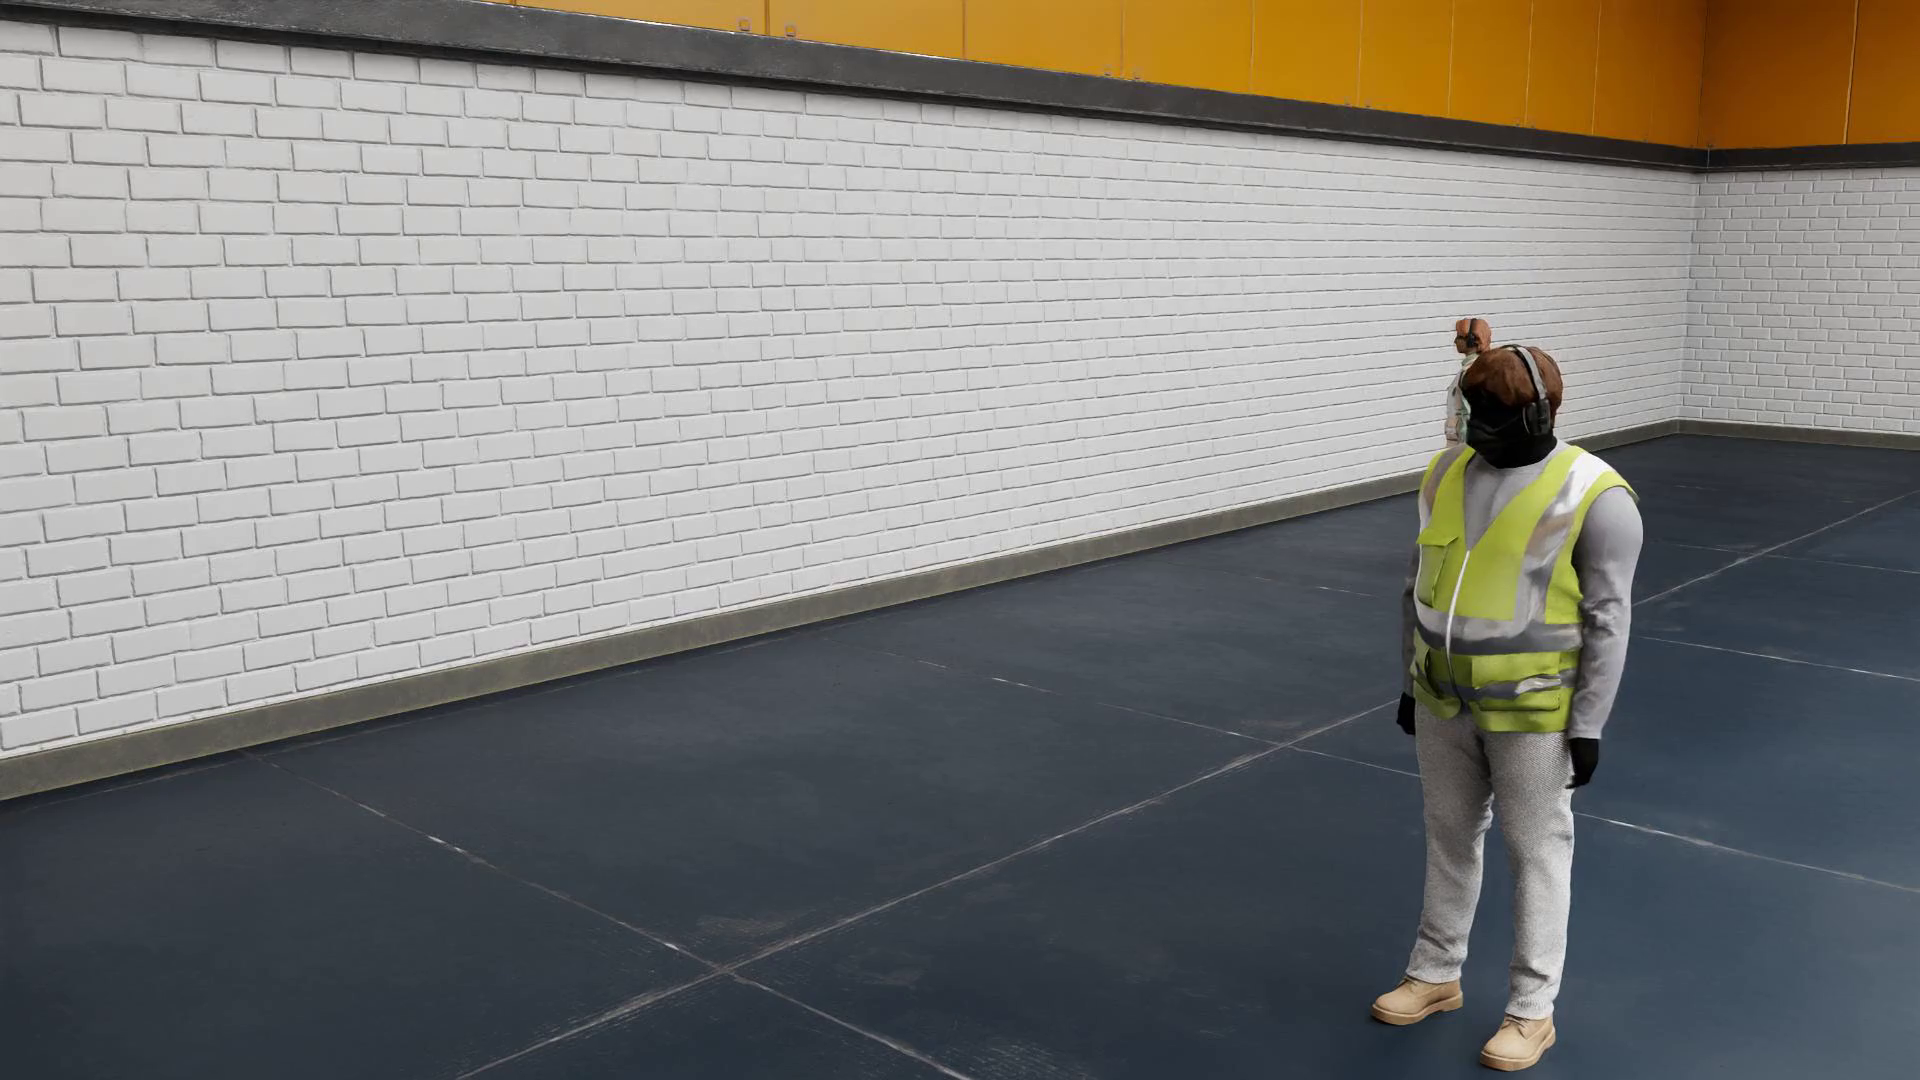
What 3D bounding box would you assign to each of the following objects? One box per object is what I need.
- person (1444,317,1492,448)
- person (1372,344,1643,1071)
[{"bbox_3d":[3.235,-0.591,10.588,0.307,1.641,0.513,4,11,22],"label":"person"},{"bbox_3d":[1.374,0.421,4.266,0.430,1.839,0.619,-8,12,-37],"label":"person"}]
